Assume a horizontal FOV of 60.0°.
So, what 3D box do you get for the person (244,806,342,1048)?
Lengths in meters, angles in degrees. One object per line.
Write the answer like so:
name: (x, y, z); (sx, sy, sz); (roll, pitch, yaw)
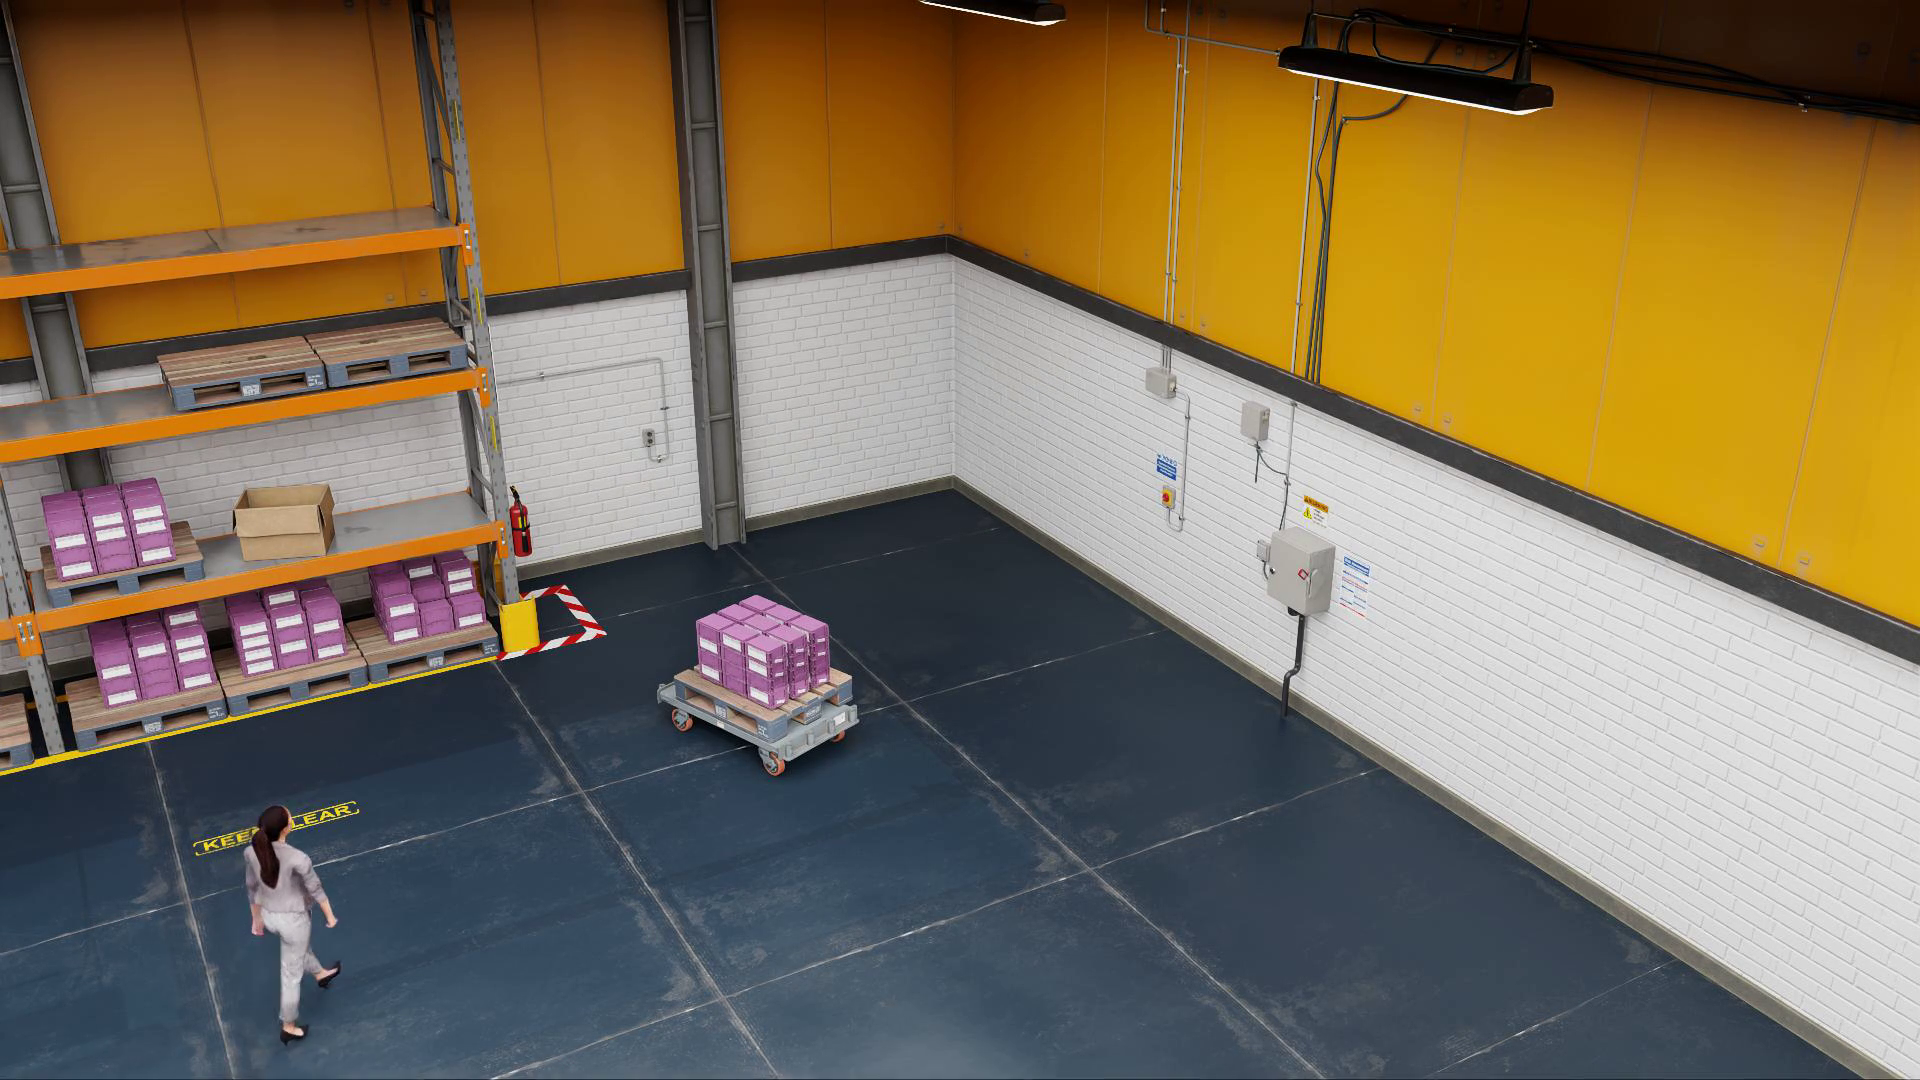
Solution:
person: (-4.343, 2.504, 10.613); (1.019, 1.641, 1.090); (7, 24, 15)
